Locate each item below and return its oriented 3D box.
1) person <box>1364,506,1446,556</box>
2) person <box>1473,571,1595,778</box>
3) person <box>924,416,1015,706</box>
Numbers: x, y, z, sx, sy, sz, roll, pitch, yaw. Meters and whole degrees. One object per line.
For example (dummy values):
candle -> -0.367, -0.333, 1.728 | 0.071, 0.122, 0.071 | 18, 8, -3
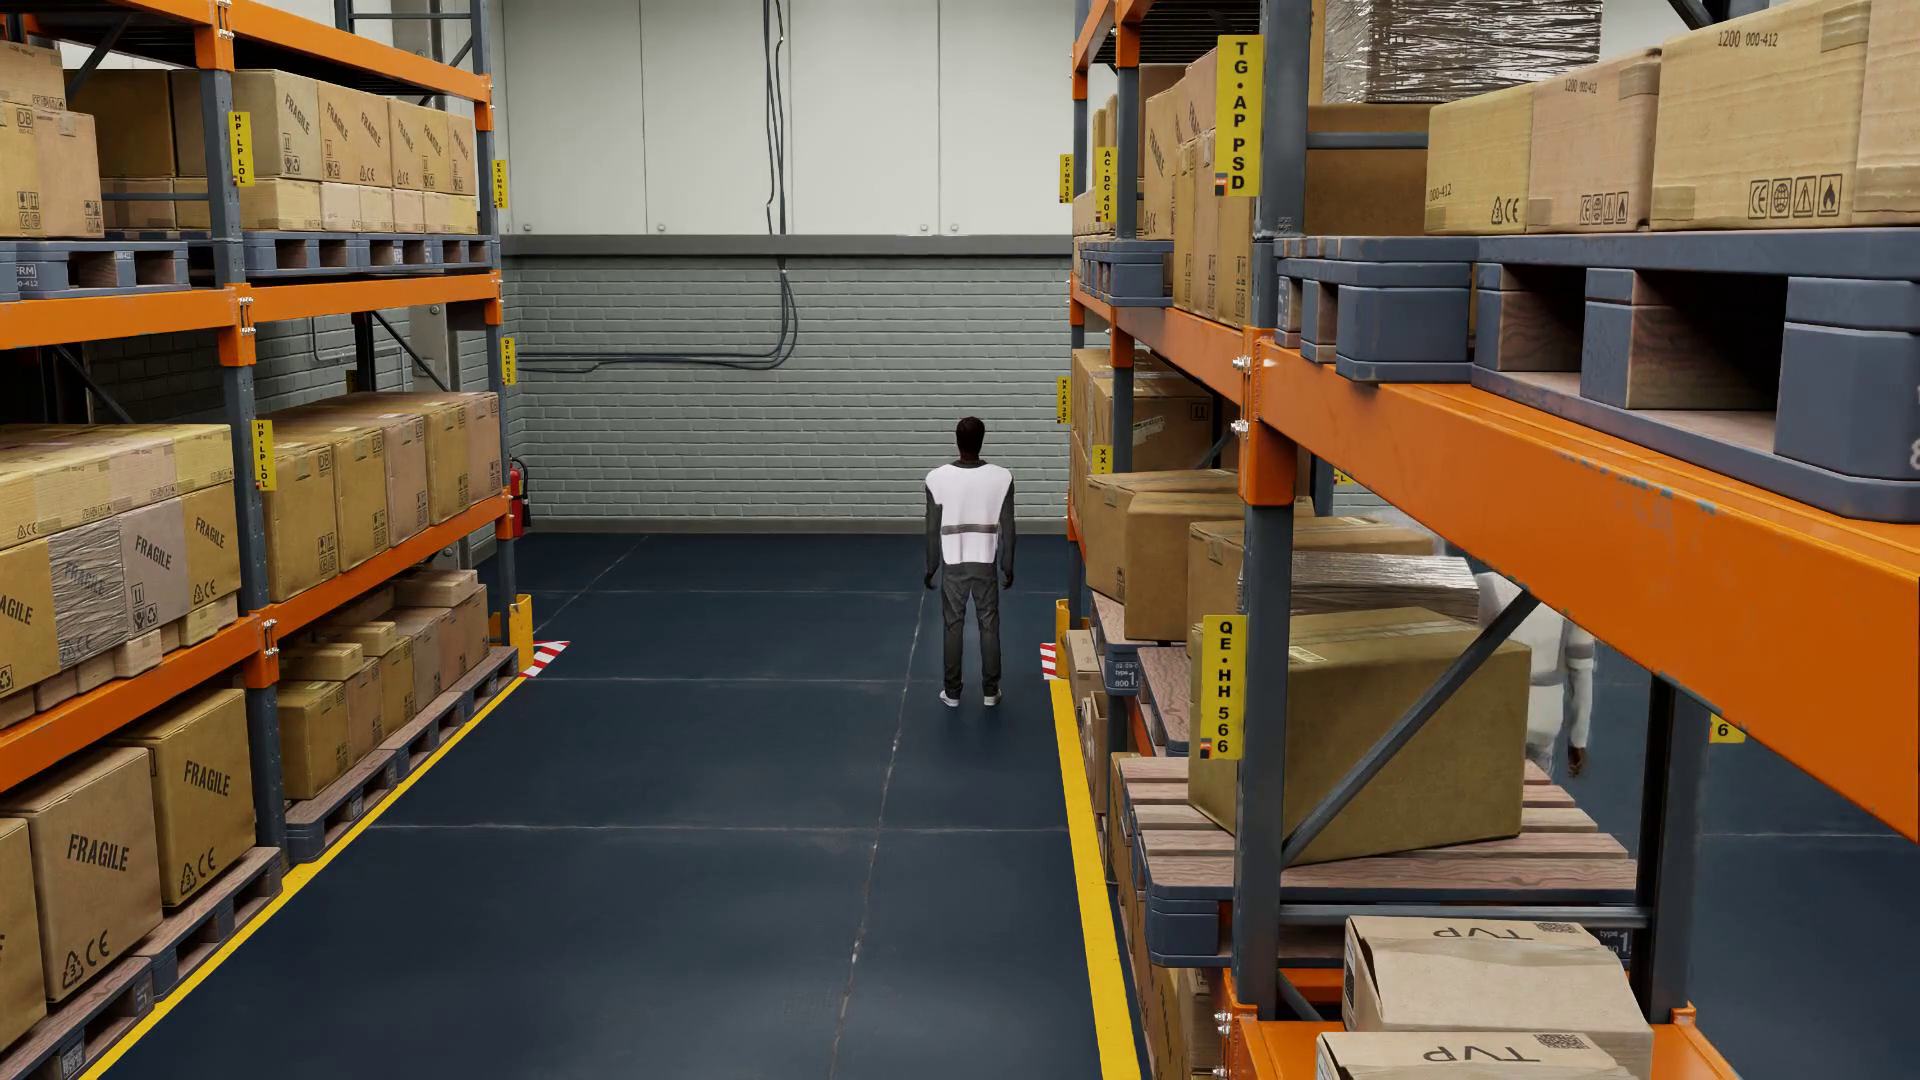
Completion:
person -> 2.517, 0.436, 9.474 | 0.542, 1.857, 0.527 | 0, 10, 1
person -> 2.362, 0.767, 7.241 | 0.634, 1.990, 1.034 | -1, 10, -4
person -> 0.063, 0.147, 10.933 | 0.610, 1.917, 0.406 | -1, 10, -6
